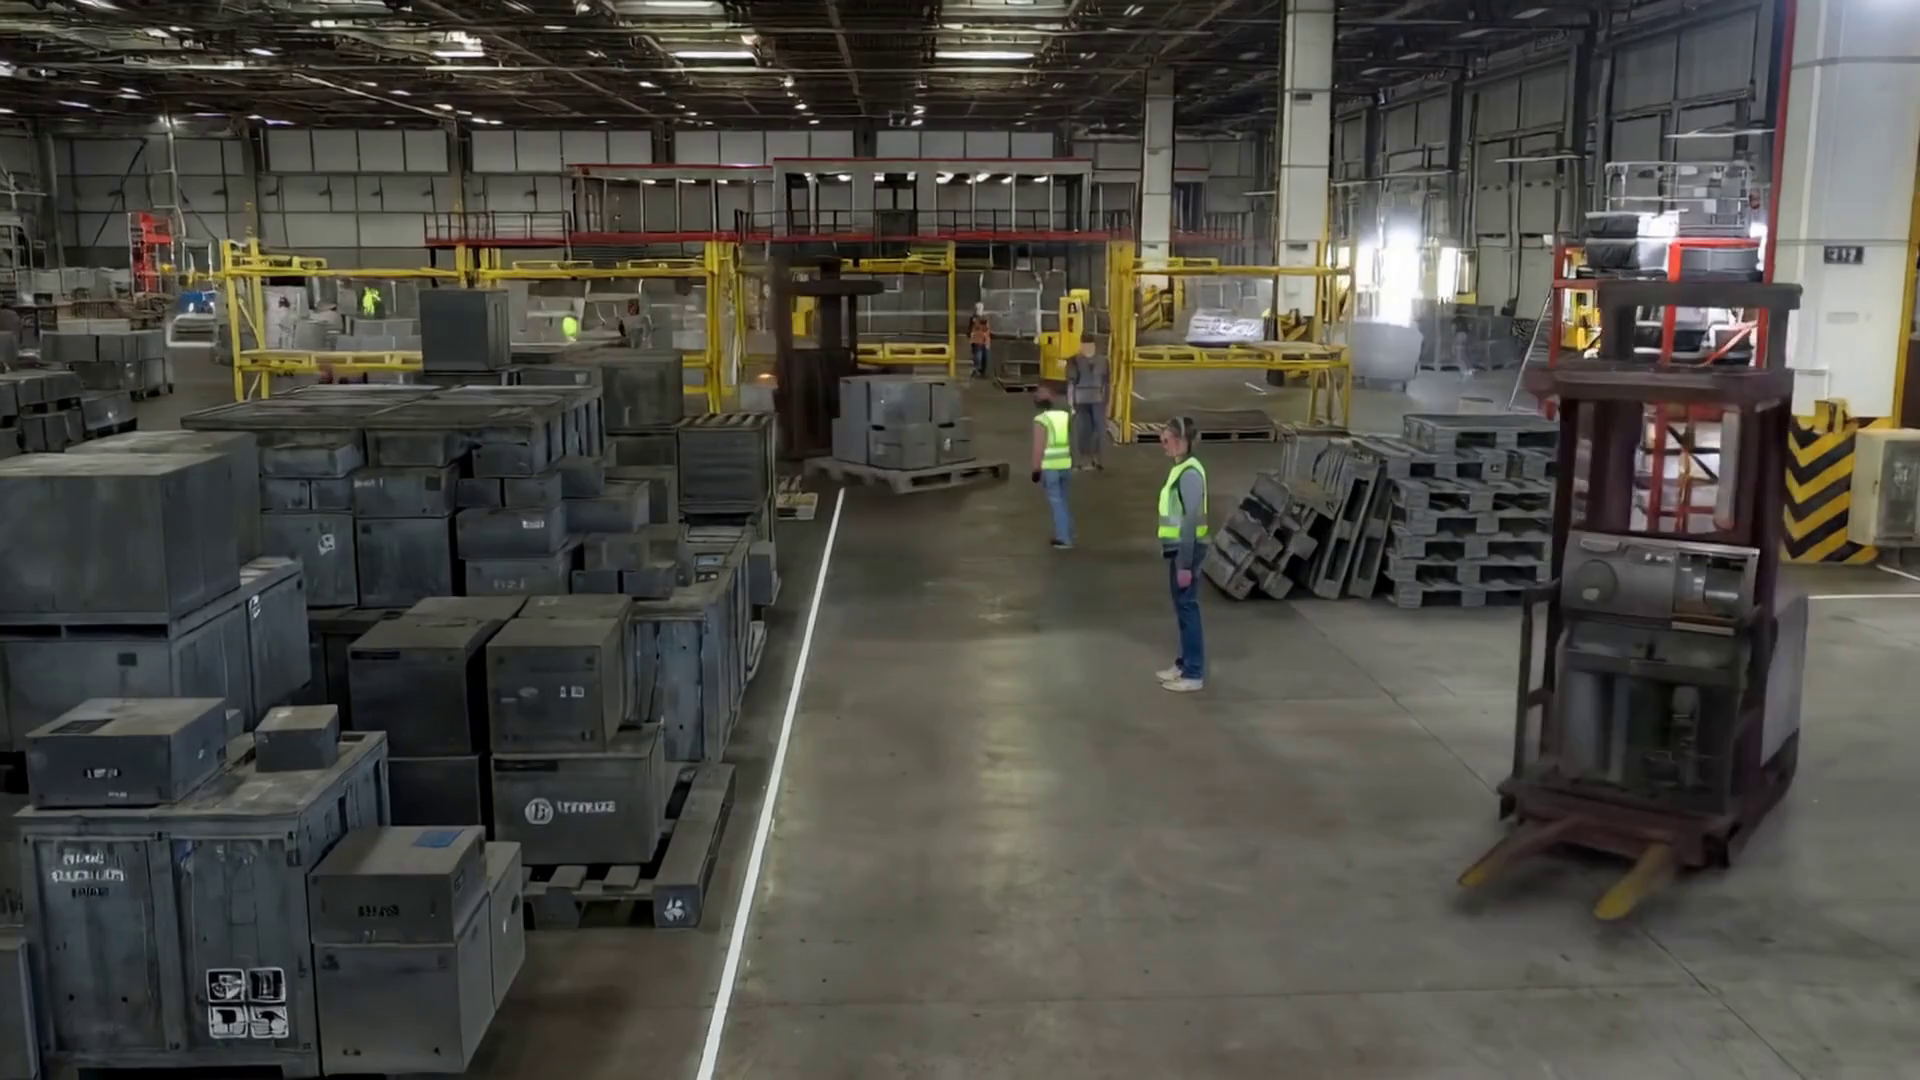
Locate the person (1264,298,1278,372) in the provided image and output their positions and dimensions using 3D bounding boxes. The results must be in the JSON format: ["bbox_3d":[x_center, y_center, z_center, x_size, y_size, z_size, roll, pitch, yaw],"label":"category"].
[{"bbox_3d":[7.110,-4.497,37.043,0.654,1.794,0.927,6,12,31],"label":"person"}]

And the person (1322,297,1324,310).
[{"bbox_3d":[9.195,-5.691,43.279,0.612,1.946,0.405,1,10,7],"label":"person"}]

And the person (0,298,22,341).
[{"bbox_3d":[-22.387,-4.822,39.064,0.919,1.714,0.529,5,11,26],"label":"person"}]

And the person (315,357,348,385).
[{"bbox_3d":[-6.180,-0.847,16.407,0.644,1.906,0.849,1,10,4],"label":"person"}]

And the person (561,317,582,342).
[{"bbox_3d":[-6.174,-2.634,26.536,0.350,1.846,0.506,5,12,28],"label":"person"}]

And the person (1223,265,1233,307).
[{"bbox_3d":[12.566,-11.856,77.581,0.660,1.965,0.664,0,10,-2],"label":"person"}]

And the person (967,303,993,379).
[{"bbox_3d":[0.414,-4.407,36.871,0.621,1.684,0.394,2,10,9],"label":"person"}]

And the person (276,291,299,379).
[{"bbox_3d":[-14.959,-4.549,36.946,0.542,1.939,0.363,4,11,23],"label":"person"}]

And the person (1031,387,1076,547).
[{"bbox_3d":[0.924,-0.718,16.515,0.399,1.607,0.527,7,13,36],"label":"person"}]

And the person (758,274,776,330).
[{"bbox_3d":[-6.645,-8.236,57.558,0.671,1.916,0.550,-6,12,-30],"label":"person"}]

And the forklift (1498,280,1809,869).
[{"bbox_3d":[3.796,0.033,8.794,1.129,2.768,1.873,8,13,36],"label":"forklift"}]

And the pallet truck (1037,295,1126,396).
[{"bbox_3d":[2.483,-3.881,33.060,1.885,1.965,0.823,-7,13,-36],"label":"pallet truck"}]

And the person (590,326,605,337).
[{"bbox_3d":[-4.899,-1.927,22.444,0.597,1.907,0.404,3,11,15],"label":"person"}]

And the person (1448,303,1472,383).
[{"bbox_3d":[10.768,-4.245,35.894,0.506,1.705,0.450,-5,11,-25],"label":"person"}]

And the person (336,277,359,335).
[{"bbox_3d":[-17.797,-6.619,48.324,0.612,1.995,0.382,-6,12,-32],"label":"person"}]

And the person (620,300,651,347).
[{"bbox_3d":[-6.149,-3.572,31.521,0.627,1.934,0.370,3,11,15],"label":"person"}]

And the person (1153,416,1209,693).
[{"bbox_3d":[1.505,0.097,11.253,0.351,1.878,0.569,0,10,3],"label":"person"}]

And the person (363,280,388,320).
[{"bbox_3d":[-15.228,-5.767,43.447,0.536,2.000,0.702,2,10,12],"label":"person"}]

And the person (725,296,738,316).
[{"bbox_3d":[-4.873,-4.373,36.154,0.328,1.874,0.521,6,12,30],"label":"person"}]

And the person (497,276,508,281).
[{"bbox_3d":[-20.148,-11.014,73.150,0.577,1.879,0.350,-5,11,-25],"label":"person"}]

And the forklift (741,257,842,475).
[{"bbox_3d":[-2.019,-2.351,22.075,1.129,2.768,1.873,-9,13,-40],"label":"forklift"}]

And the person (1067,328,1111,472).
[{"bbox_3d":[1.704,-1.826,21.862,0.607,1.904,0.588,-2,10,-8],"label":"person"}]
